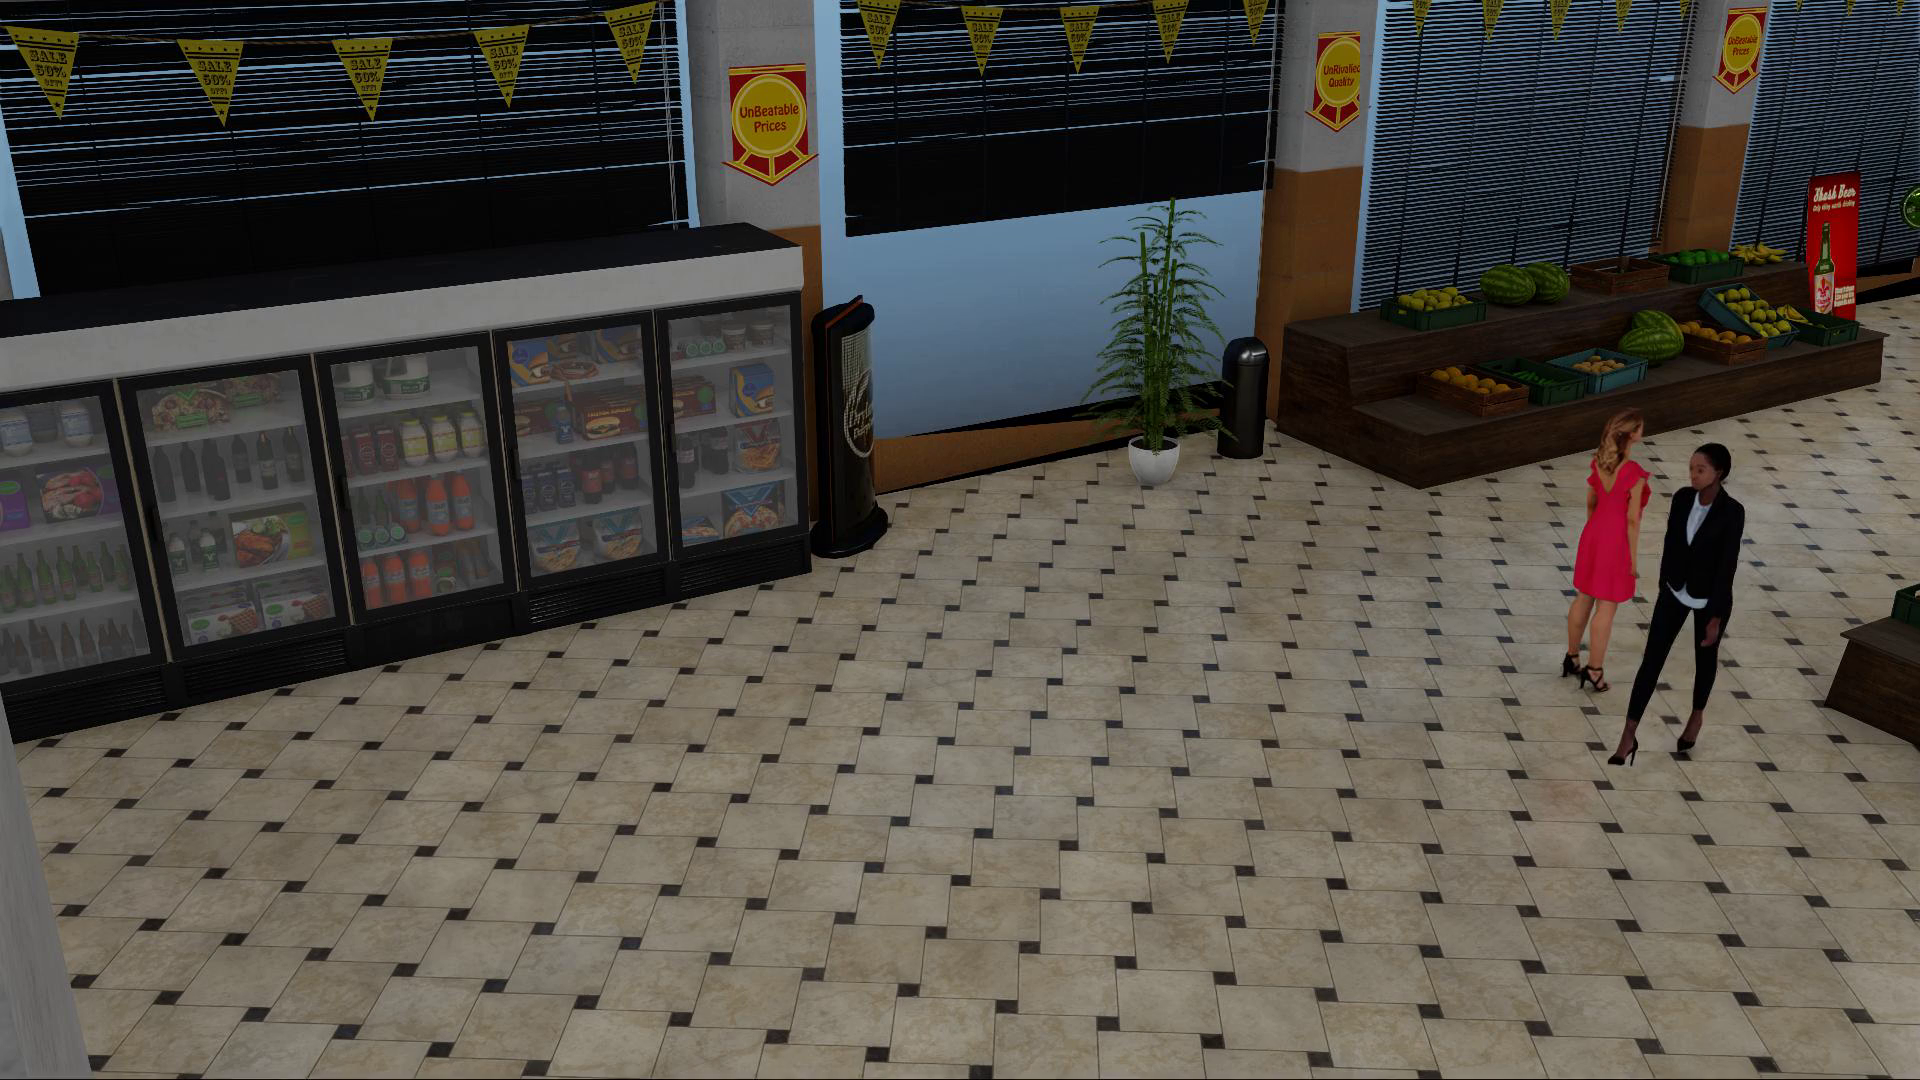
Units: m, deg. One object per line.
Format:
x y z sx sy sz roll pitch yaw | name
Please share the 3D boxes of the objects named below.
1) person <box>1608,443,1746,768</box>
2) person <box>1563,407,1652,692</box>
3.974 0.354 8.888 1.067 1.802 0.737 -17 28 -36 | person
3.788 0.045 9.758 0.600 1.727 0.617 -7 23 -16 | person
